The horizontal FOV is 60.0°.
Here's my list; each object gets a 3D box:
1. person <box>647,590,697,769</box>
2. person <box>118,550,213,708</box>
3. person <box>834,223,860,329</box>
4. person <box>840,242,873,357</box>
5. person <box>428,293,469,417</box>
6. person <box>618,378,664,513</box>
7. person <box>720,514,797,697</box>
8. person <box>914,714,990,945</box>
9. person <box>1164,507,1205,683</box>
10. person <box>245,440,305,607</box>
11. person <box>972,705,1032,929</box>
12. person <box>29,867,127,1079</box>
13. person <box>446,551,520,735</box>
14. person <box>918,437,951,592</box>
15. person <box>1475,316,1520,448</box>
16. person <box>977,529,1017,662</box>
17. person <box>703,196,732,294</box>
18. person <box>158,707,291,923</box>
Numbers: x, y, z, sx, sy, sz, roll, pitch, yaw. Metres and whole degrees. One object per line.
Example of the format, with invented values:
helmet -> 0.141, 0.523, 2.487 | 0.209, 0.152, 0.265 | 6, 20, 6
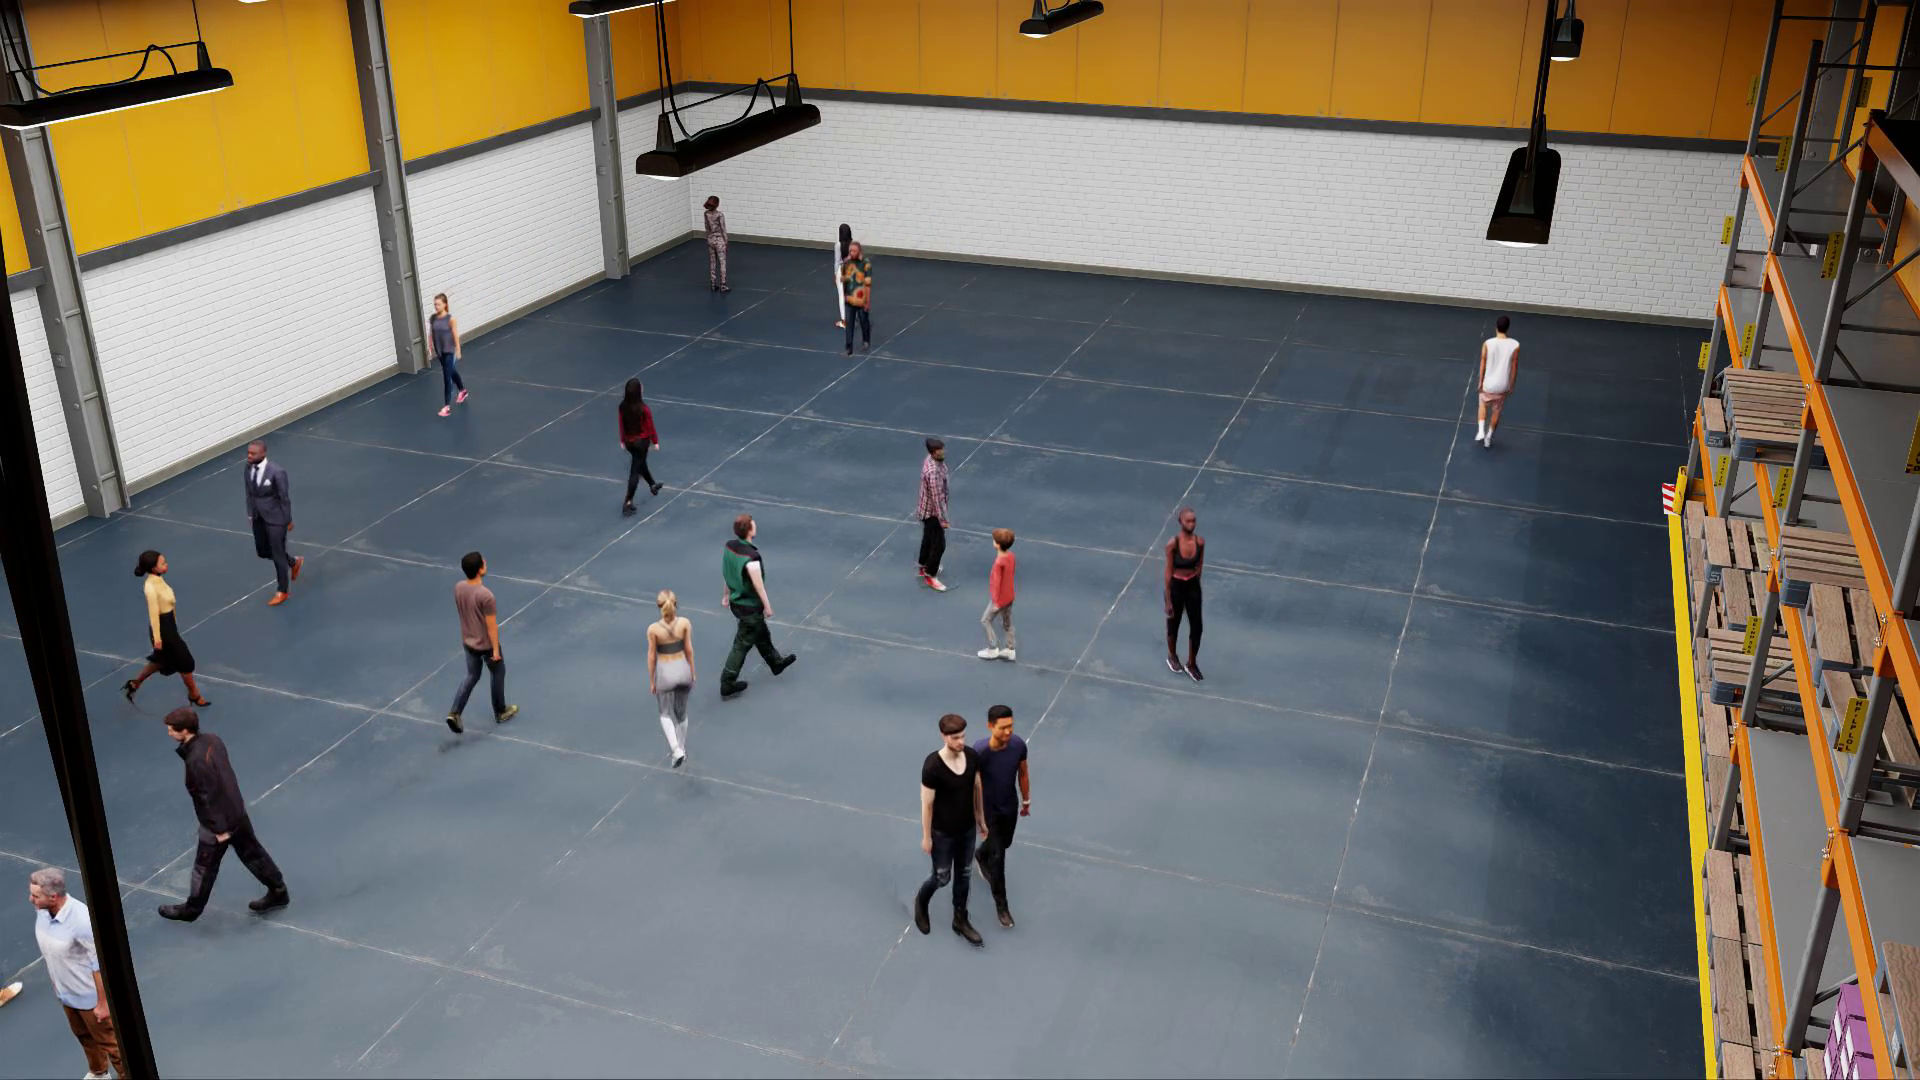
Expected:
person -> -2.494, 1.247, 14.571 | 0.863, 1.691, 0.947 | -8, 25, -19
person -> -7.496, 0.883, 15.485 | 1.015, 1.626, 1.007 | -8, 25, -18
person -> -1.872, -4.370, 27.378 | 0.648, 1.724, 0.732 | -14, 27, -29
person -> -1.560, -3.767, 25.960 | 0.695, 1.756, 1.148 | 8, 25, 18
person -> -7.226, -2.649, 23.505 | 0.627, 1.673, 1.197 | 6, 24, 13
person -> -3.933, -1.098, 20.031 | 0.651, 1.614, 1.063 | 10, 26, 22
person -> -2.077, 0.647, 15.813 | 1.227, 1.794, 1.037 | -18, 29, -35
person -> -0.091, 2.104, 12.356 | 0.943, 1.894, 0.984 | -15, 28, -31
person -> 2.135, 0.476, 16.273 | 0.815, 1.739, 0.911 | -5, 24, -11
person -> -7.339, -0.242, 17.834 | 0.719, 1.805, 0.899 | 10, 26, 22
person -> 0.256, 2.011, 12.738 | 1.097, 1.758, 1.166 | -11, 26, -23
person -> -5.655, 2.858, 10.717 | 0.707, 1.825, 0.609 | 12, 26, 25
person -> -4.438, 0.962, 15.143 | 0.712, 1.755, 1.037 | 12, 26, 25
person -> -0.297, -0.310, 18.086 | 0.905, 1.727, 0.706 | -8, 25, -17
person -> 7.103, -2.066, 22.043 | 0.640, 1.775, 0.668 | 7, 25, 15
person -> 0.474, 0.569, 16.480 | 0.640, 1.403, 0.580 | 13, 27, 27
person -> -4.304, -5.236, 29.374 | 0.603, 1.713, 0.602 | 12, 26, 25
person -> -5.468, 2.079, 12.552 | 1.188, 1.782, 1.221 | -7, 24, -15
